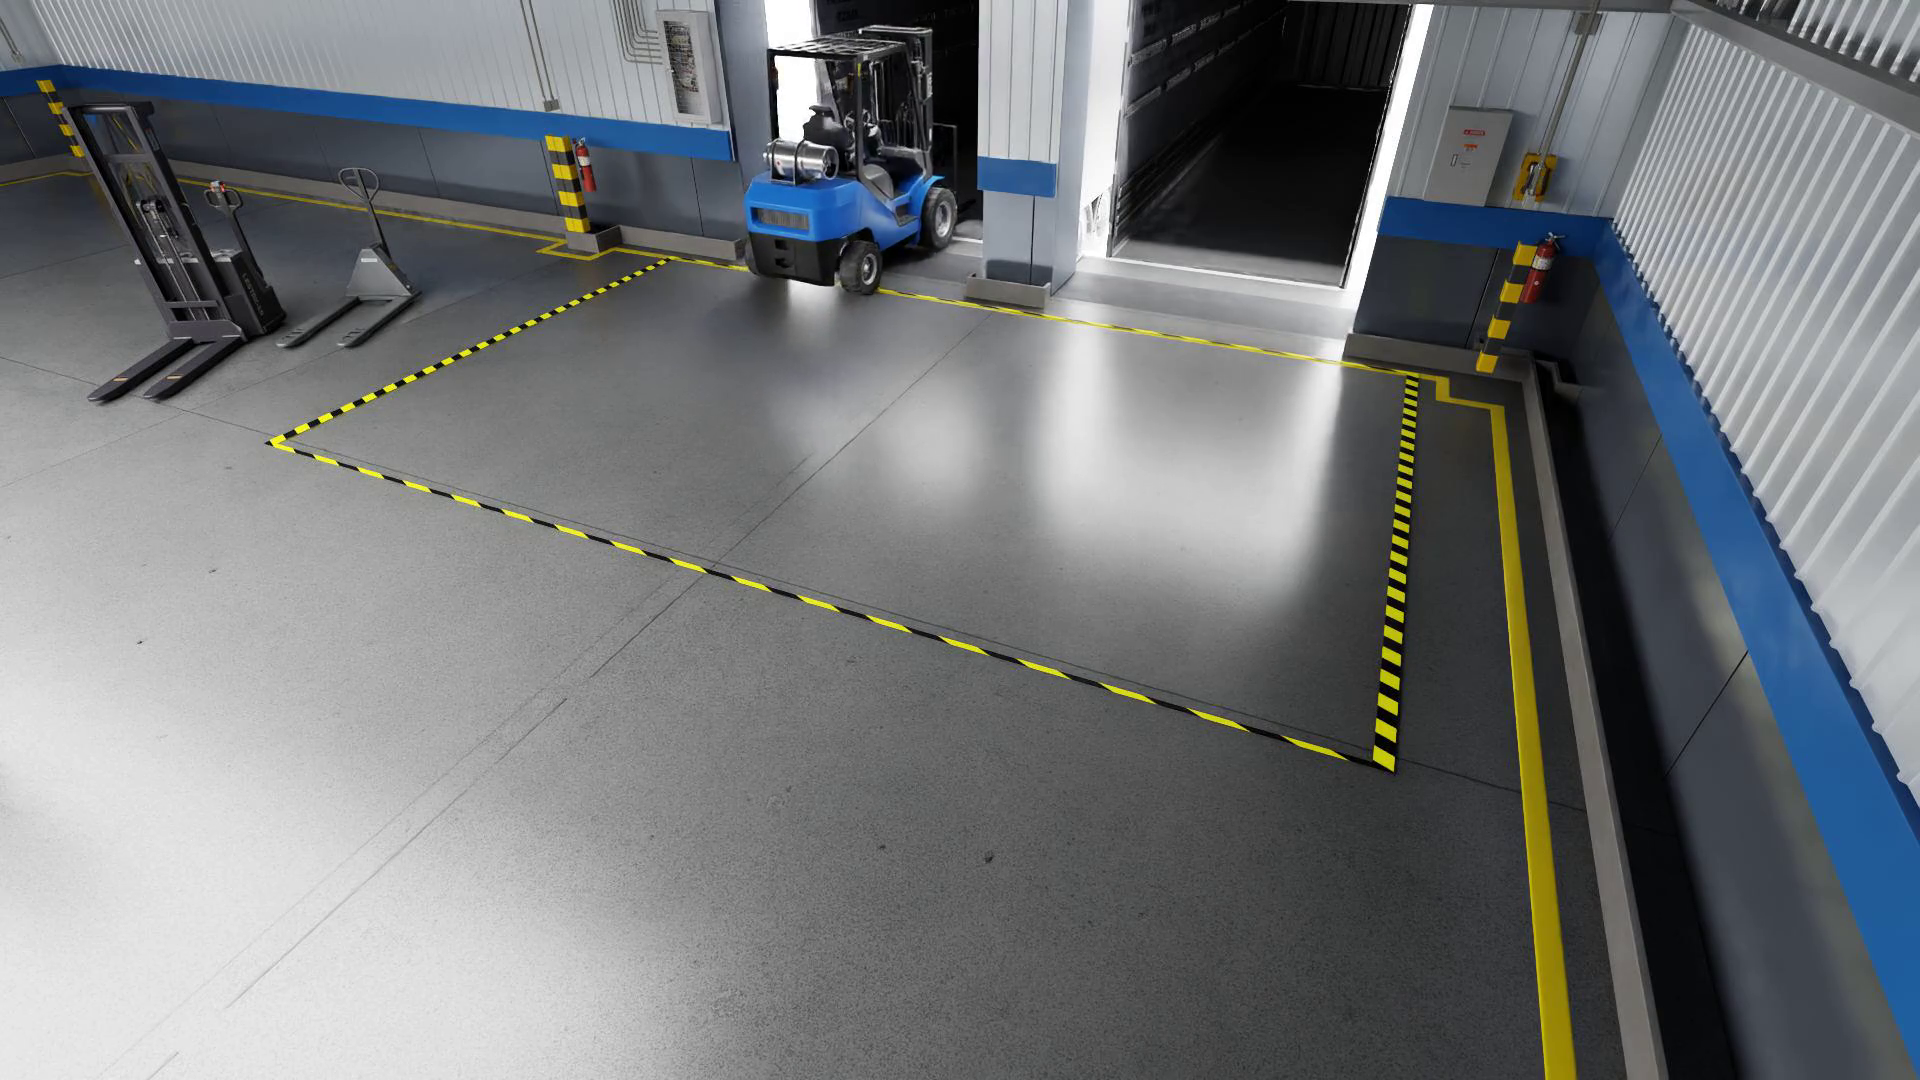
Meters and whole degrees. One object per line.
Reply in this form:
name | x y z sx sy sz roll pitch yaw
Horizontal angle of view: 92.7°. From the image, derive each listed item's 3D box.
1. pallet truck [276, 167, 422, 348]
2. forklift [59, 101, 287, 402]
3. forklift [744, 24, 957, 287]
pallet truck | -5.732 -2.611 8.414 0.680 1.201 1.601 -1 35 -1
forklift | -6.686 -2.387 7.434 0.823 1.965 1.885 -3 35 -5
forklift | -1.115 -4.034 9.451 1.157 2.036 2.680 16 38 21
